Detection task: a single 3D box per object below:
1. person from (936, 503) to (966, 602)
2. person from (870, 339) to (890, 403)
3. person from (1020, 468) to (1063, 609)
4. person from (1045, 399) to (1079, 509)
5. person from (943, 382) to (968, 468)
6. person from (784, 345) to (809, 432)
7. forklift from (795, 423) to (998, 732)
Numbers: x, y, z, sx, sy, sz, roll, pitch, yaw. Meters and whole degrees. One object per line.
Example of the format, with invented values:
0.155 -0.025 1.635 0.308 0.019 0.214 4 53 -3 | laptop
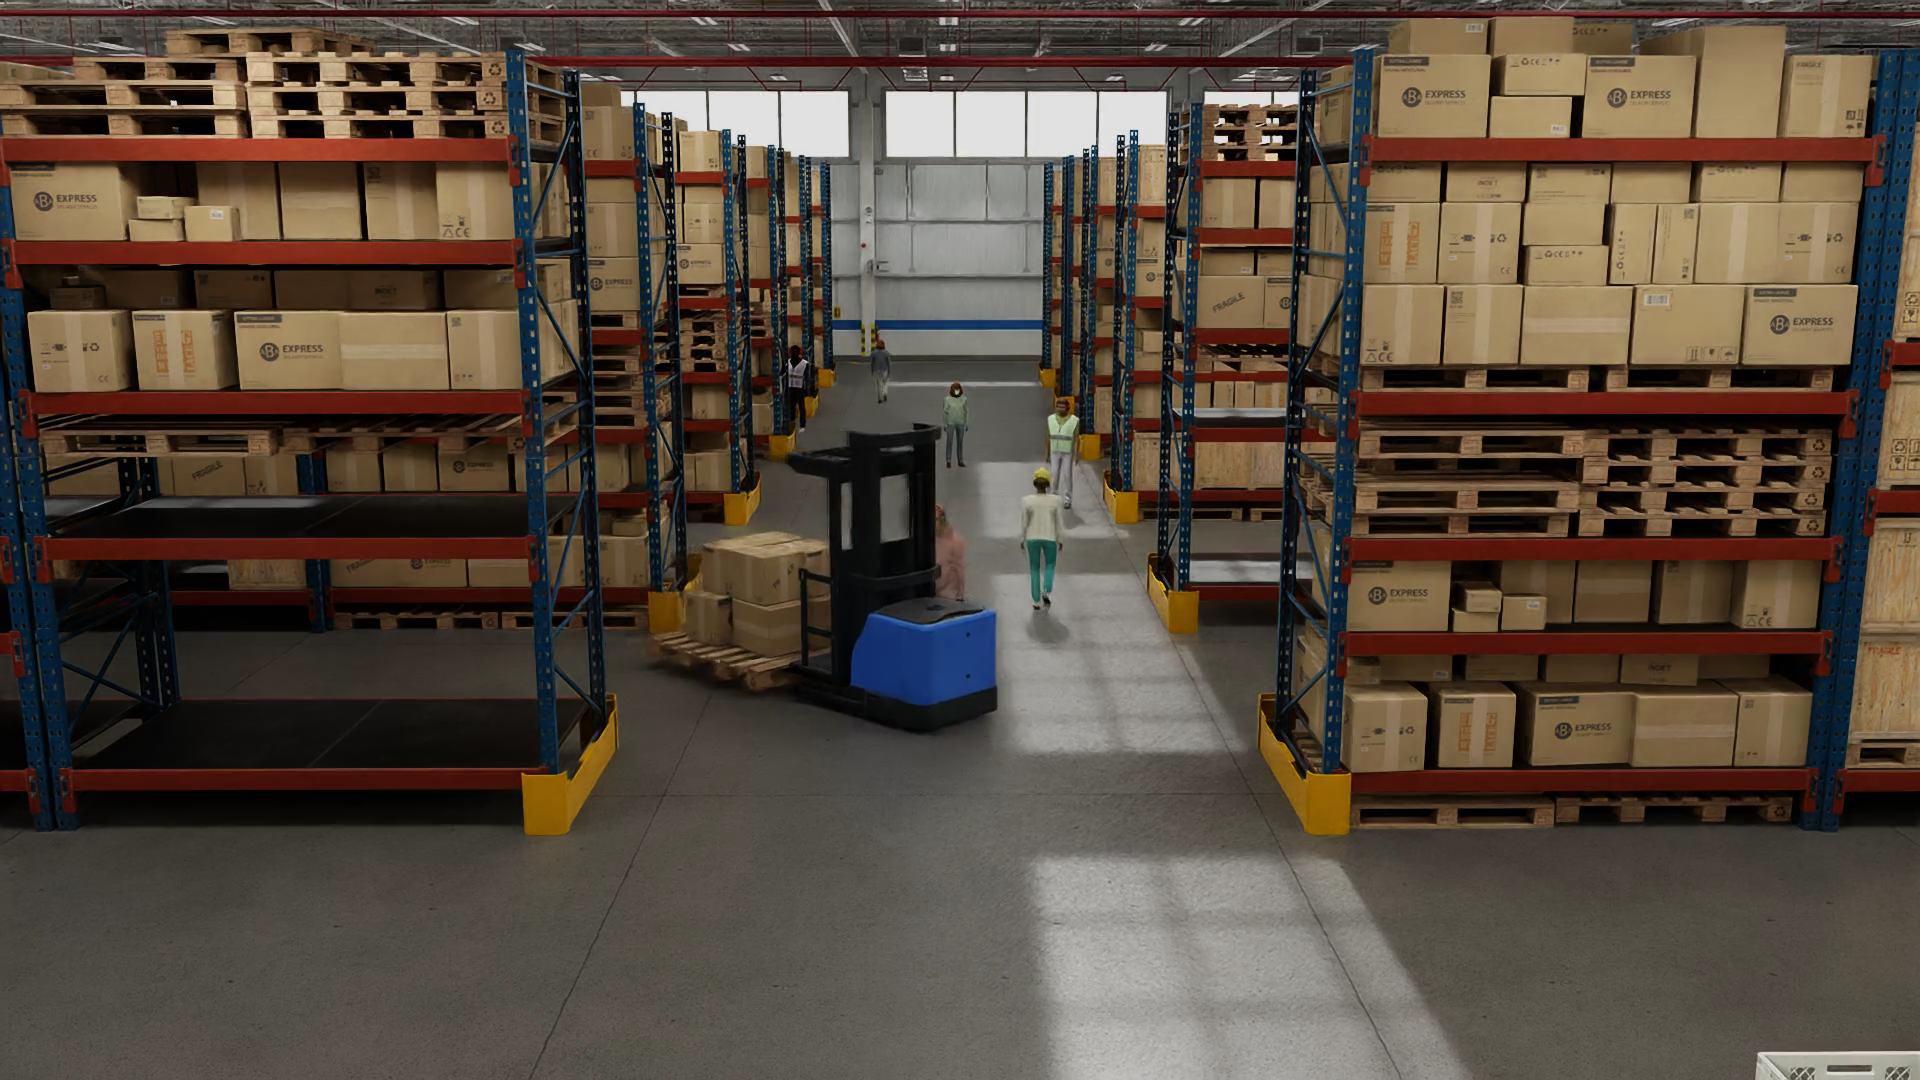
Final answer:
-0.226 0.529 17.554 0.649 1.892 0.593 6 13 26 | person
-2.011 -4.253 41.938 0.497 1.614 0.392 -1 11 -4 | person
1.004 -0.023 20.596 0.542 1.748 0.442 1 11 4 | person
1.659 -1.402 27.273 0.602 1.828 0.563 4 12 19 | person
-0.082 -2.190 31.653 0.500 1.636 0.282 -3 12 -16 | person
-3.601 -3.328 36.587 0.597 1.918 0.383 4 12 19 | person
-0.616 0.281 16.307 1.129 2.768 1.873 -11 16 -44 | forklift
